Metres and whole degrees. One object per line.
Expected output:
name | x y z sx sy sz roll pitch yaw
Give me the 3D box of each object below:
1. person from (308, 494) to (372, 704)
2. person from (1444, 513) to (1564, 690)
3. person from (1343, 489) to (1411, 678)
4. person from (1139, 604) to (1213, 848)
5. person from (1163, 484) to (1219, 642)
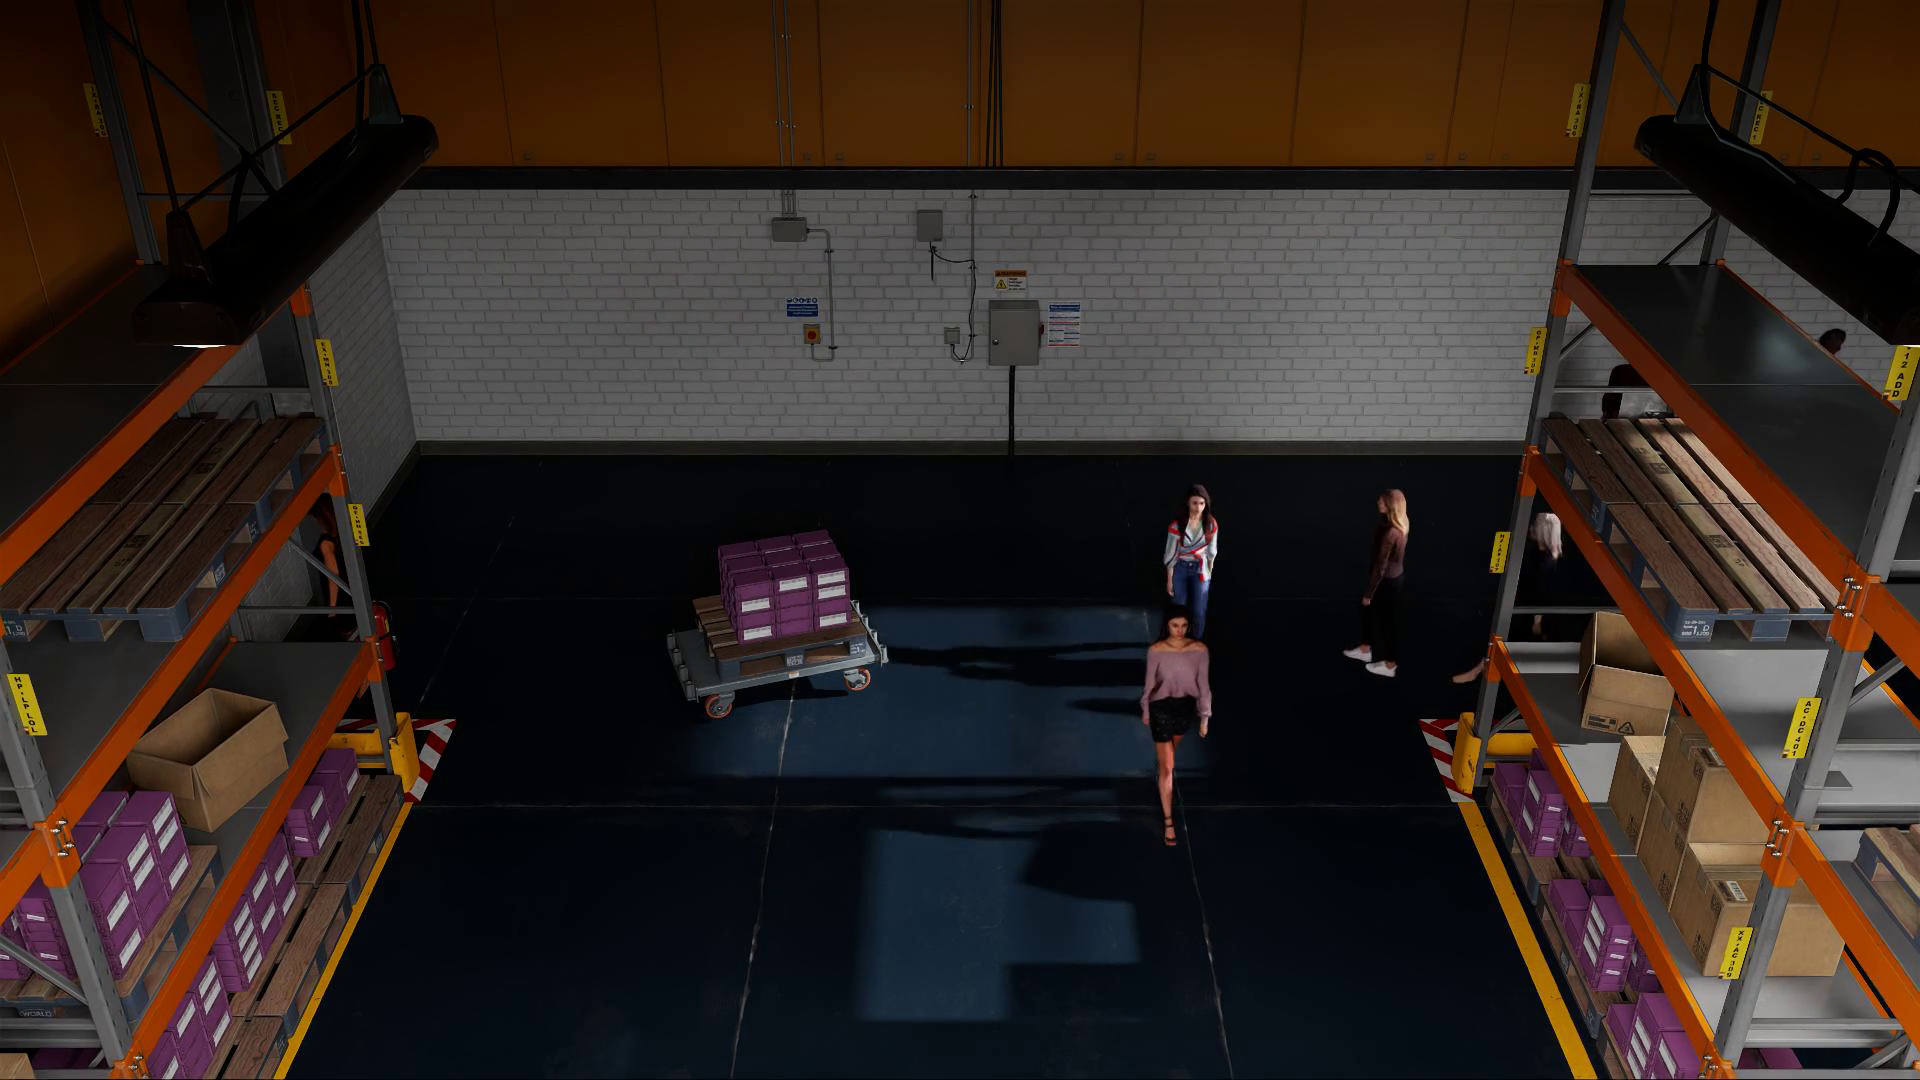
person | -4.851 0.457 13.091 0.653 1.834 0.475 -2 29 -3
person | 4.543 0.596 12.975 0.963 1.700 1.181 10 30 18
person | 3.513 0.373 13.396 0.849 1.689 0.787 13 31 23
person | 1.498 1.204 11.796 0.688 1.763 1.127 -2 29 -3
person | 1.878 0.223 13.770 0.609 1.594 0.712 2 29 3
